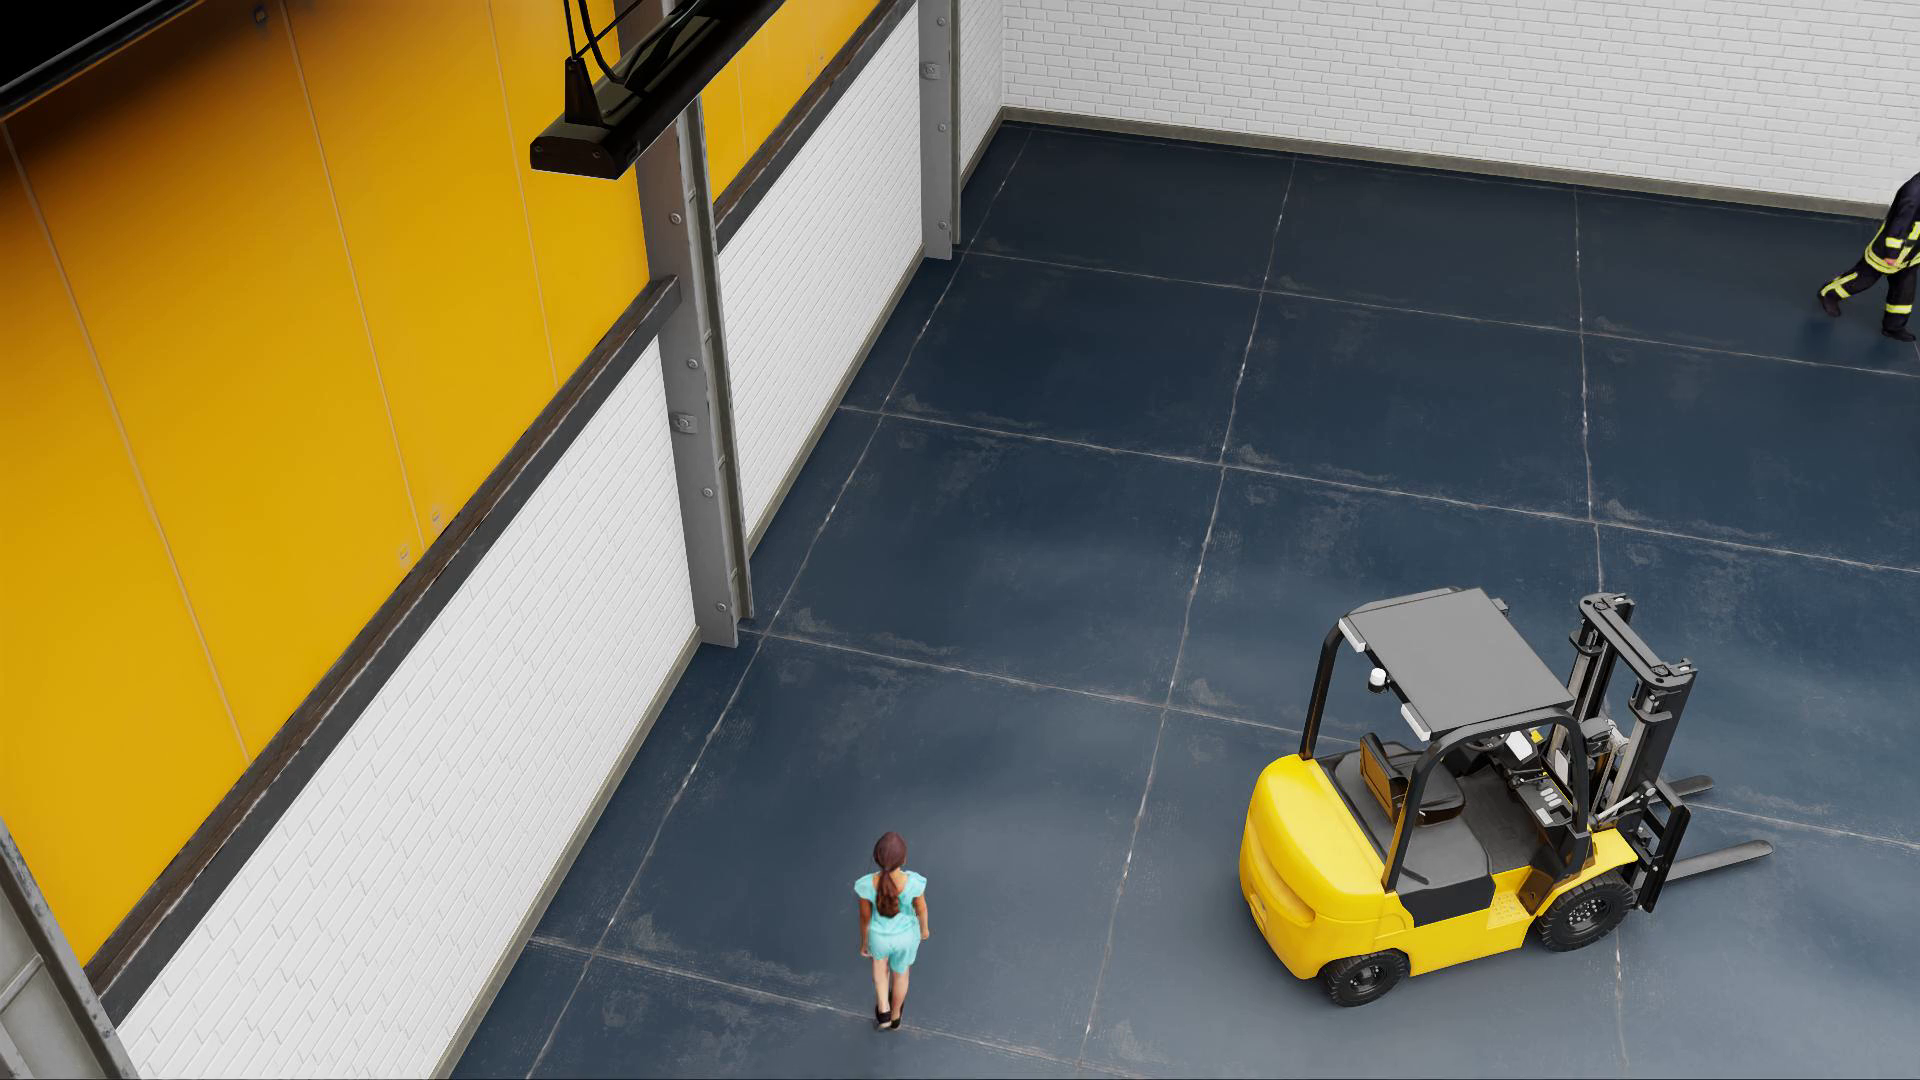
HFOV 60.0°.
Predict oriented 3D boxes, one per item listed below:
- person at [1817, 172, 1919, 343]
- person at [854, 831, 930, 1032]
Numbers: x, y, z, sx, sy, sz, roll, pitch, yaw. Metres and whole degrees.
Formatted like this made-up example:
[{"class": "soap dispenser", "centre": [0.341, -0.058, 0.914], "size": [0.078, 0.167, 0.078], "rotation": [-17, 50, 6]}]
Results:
[{"class": "person", "centre": [8.479, -2.764, 15.170], "size": [1.288, 1.887, 1.299], "rotation": [-23, 44, -26]}, {"class": "person", "centre": [-0.376, 2.225, 9.195], "size": [0.596, 1.548, 0.649], "rotation": [2, 39, 2]}]
